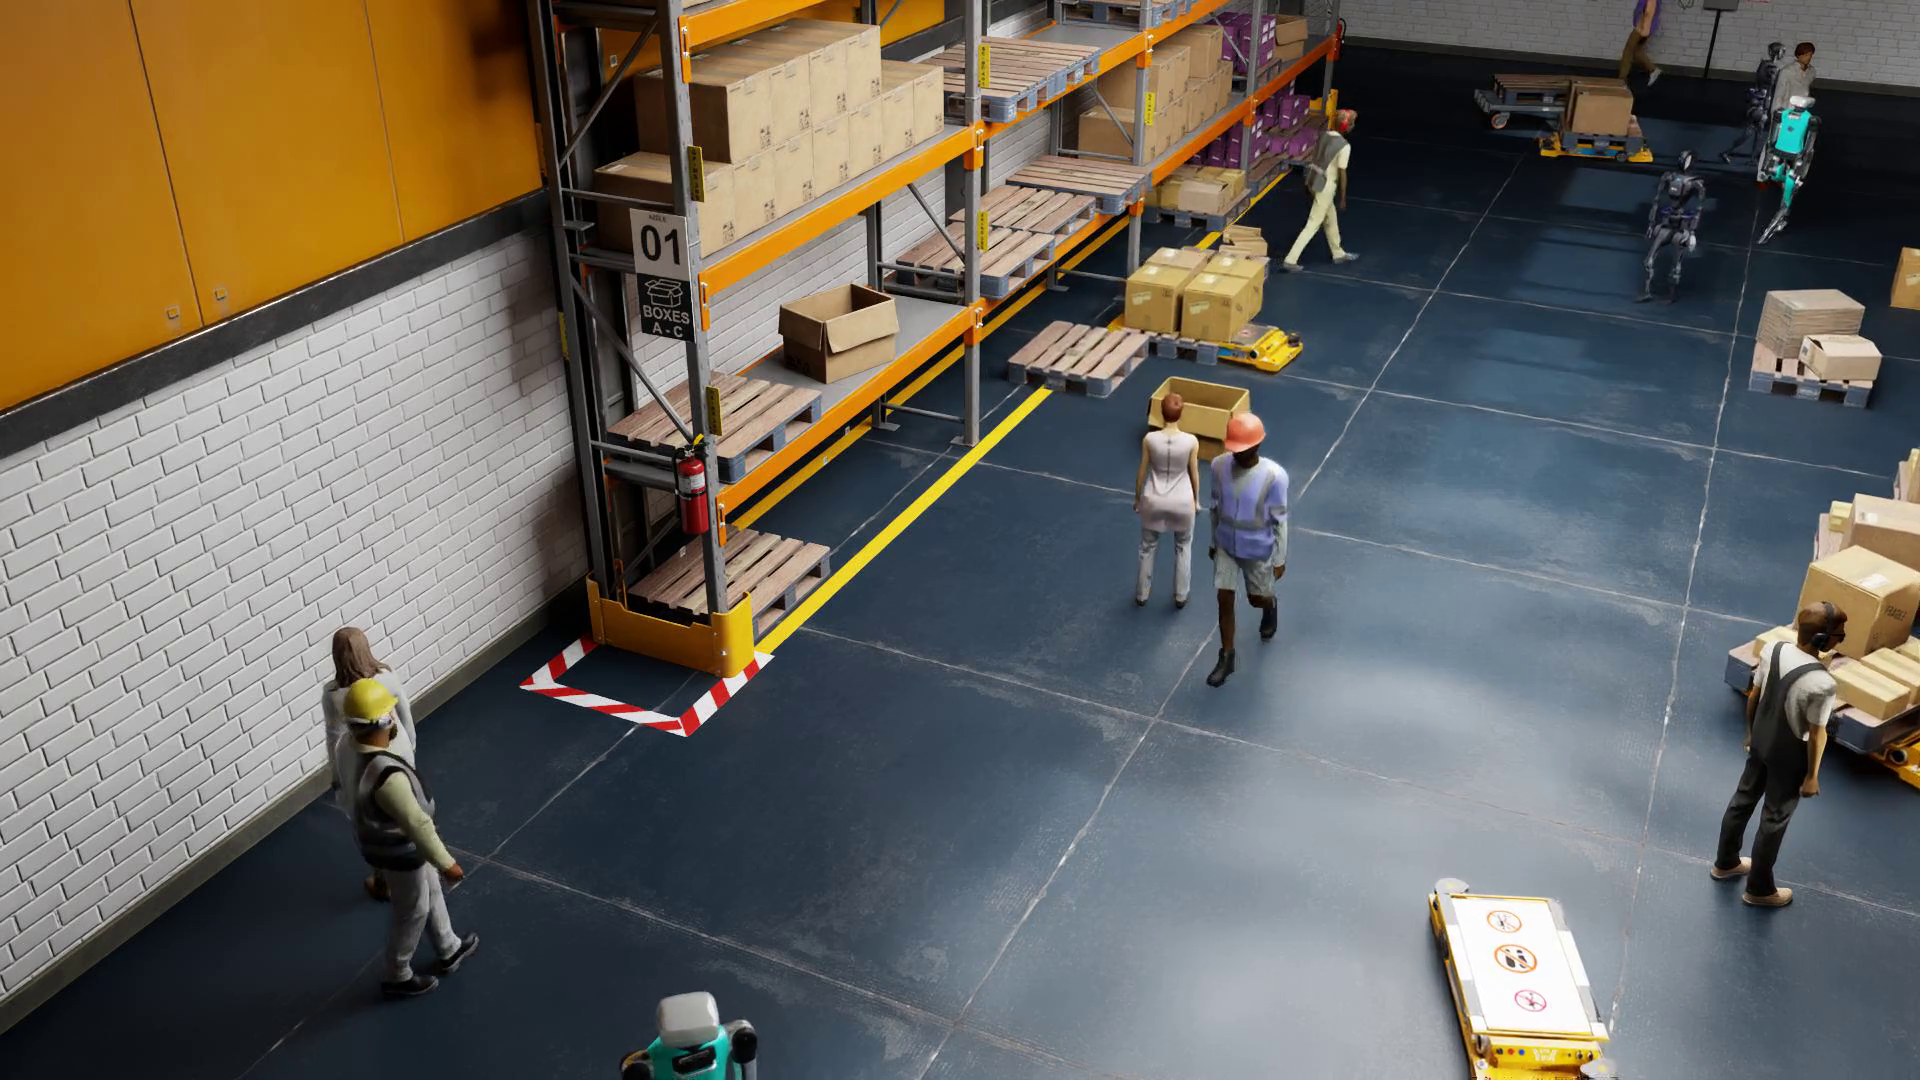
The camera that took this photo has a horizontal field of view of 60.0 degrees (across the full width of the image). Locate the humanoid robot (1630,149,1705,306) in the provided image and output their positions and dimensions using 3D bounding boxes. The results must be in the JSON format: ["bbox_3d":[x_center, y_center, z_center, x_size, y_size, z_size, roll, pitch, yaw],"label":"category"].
[{"bbox_3d":[7.376,-3.213,17.209,0.560,1.647,0.589,-20,34,-32],"label":"humanoid robot"}]

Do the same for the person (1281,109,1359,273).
[{"bbox_3d":[3.989,-3.829,18.231,0.983,1.785,0.614,-6,29,-12],"label":"person"}]

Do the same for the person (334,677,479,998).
[{"bbox_3d":[-2.773,1.511,8.307,0.574,1.802,0.681,-19,34,-32],"label":"person"}]

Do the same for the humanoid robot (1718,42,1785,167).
[{"bbox_3d":[10.446,-5.734,21.905,0.584,1.634,0.614,7,29,12],"label":"humanoid robot"}]

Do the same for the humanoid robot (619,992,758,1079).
[{"bbox_3d":[-0.897,2.632,6.351,0.530,1.770,1.006,-13,31,-22],"label":"humanoid robot"}]

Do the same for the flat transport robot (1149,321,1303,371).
[{"bbox_3d":[2.588,-1.980,16.400,1.431,0.231,0.659,16,32,27],"label":"flat transport robot"}]

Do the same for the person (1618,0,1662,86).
[{"bbox_3d":[10.529,-7.900,25.664,0.737,1.887,0.558,11,30,20],"label":"person"}]

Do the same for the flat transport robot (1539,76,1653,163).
[{"bbox_3d":[8.657,-5.356,22.659,1.431,0.231,0.659,7,29,13],"label":"flat transport robot"}]

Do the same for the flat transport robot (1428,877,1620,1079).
[{"bbox_3d":[2.850,2.280,8.500,0.659,0.231,1.431,2,28,4],"label":"flat transport robot"}]

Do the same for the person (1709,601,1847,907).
[{"bbox_3d":[4.418,1.149,8.945,0.344,1.840,0.508,-9,29,-15],"label":"person"}]

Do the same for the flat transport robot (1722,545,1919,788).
[{"bbox_3d":[5.770,1.100,10.689,0.659,0.231,1.431,-16,32,-28],"label":"flat transport robot"}]

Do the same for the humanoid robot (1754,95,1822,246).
[{"bbox_3d":[9.611,-4.282,19.172,1.028,1.765,0.547,-23,36,-36],"label":"humanoid robot"}]

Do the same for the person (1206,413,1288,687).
[{"bbox_3d":[1.924,-0.009,11.028,0.560,1.906,0.819,18,33,30],"label":"person"}]

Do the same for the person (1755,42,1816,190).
[{"bbox_3d":[10.468,-5.353,21.010,0.501,1.834,0.368,-6,29,-11],"label":"person"}]

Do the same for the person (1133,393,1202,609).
[{"bbox_3d":[1.465,-0.261,11.752,0.484,1.652,0.326,7,29,13],"label":"person"}]

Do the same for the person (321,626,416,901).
[{"bbox_3d":[-3.185,1.200,9.033,0.497,1.658,0.337,-25,37,-38],"label":"person"}]
